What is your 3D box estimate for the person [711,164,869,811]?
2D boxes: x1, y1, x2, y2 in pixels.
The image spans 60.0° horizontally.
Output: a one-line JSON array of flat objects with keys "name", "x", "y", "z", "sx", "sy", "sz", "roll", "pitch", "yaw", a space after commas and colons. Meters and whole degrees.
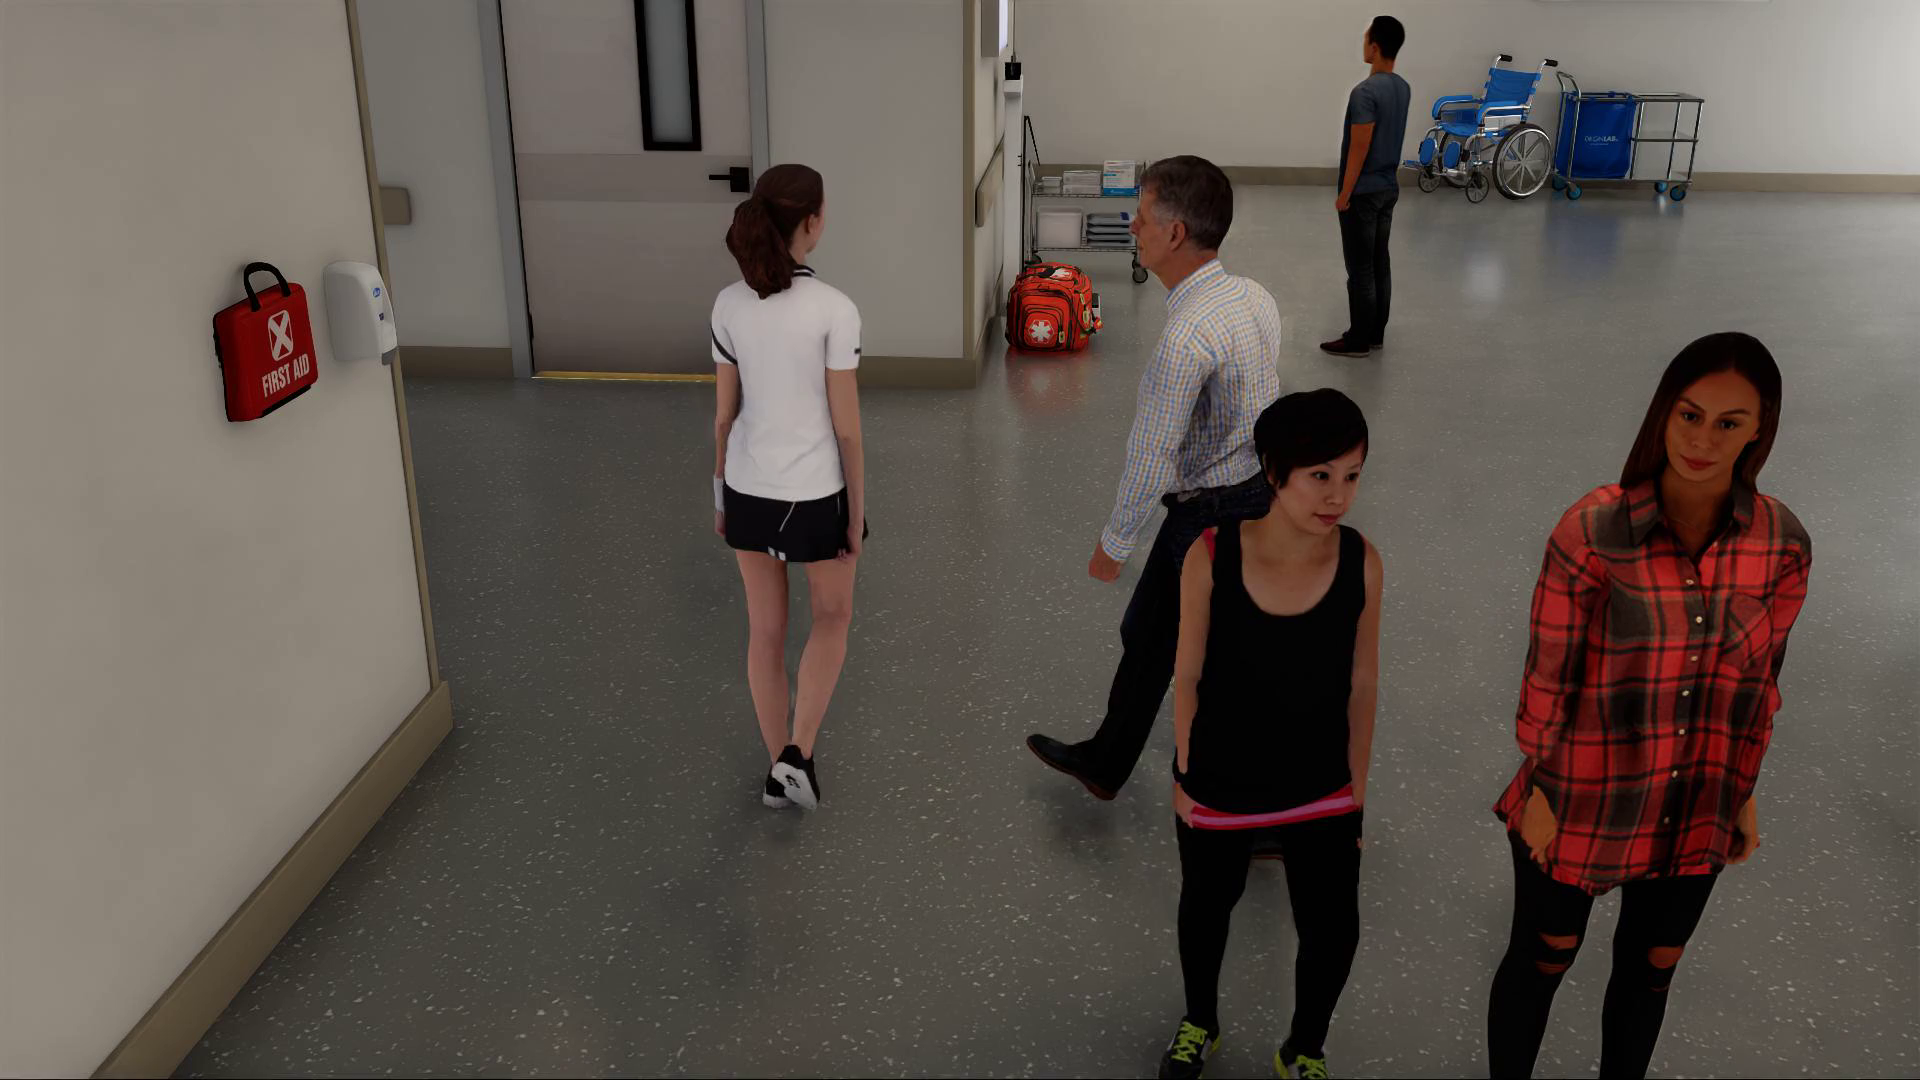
[{"name": "person", "x": -0.460, "y": -0.054, "z": 4.259, "sx": 0.610, "sy": 1.738, "sz": 0.780, "roll": 3, "pitch": 21, "yaw": 8}]

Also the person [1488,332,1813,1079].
[{"name": "person", "x": 1.201, "y": 0.454, "z": 2.972, "sx": 0.619, "sy": 1.700, "sz": 0.566, "roll": 0, "pitch": 21, "yaw": 0}]

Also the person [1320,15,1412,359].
[{"name": "person", "x": 2.242, "y": -1.914, "z": 9.067, "sx": 0.788, "sy": 1.810, "sz": 0.683, "roll": 16, "pitch": 26, "yaw": 37}]

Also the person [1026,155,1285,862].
[{"name": "person", "x": 0.702, "y": 0.002, "z": 4.065, "sx": 0.907, "sy": 1.770, "sz": 1.093, "roll": 8, "pitch": 22, "yaw": 21}]

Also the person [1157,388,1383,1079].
[{"name": "person", "x": 0.596, "y": 0.432, "z": 3.263, "sx": 0.521, "sy": 1.535, "sz": 0.570, "roll": 4, "pitch": 21, "yaw": 10}]
